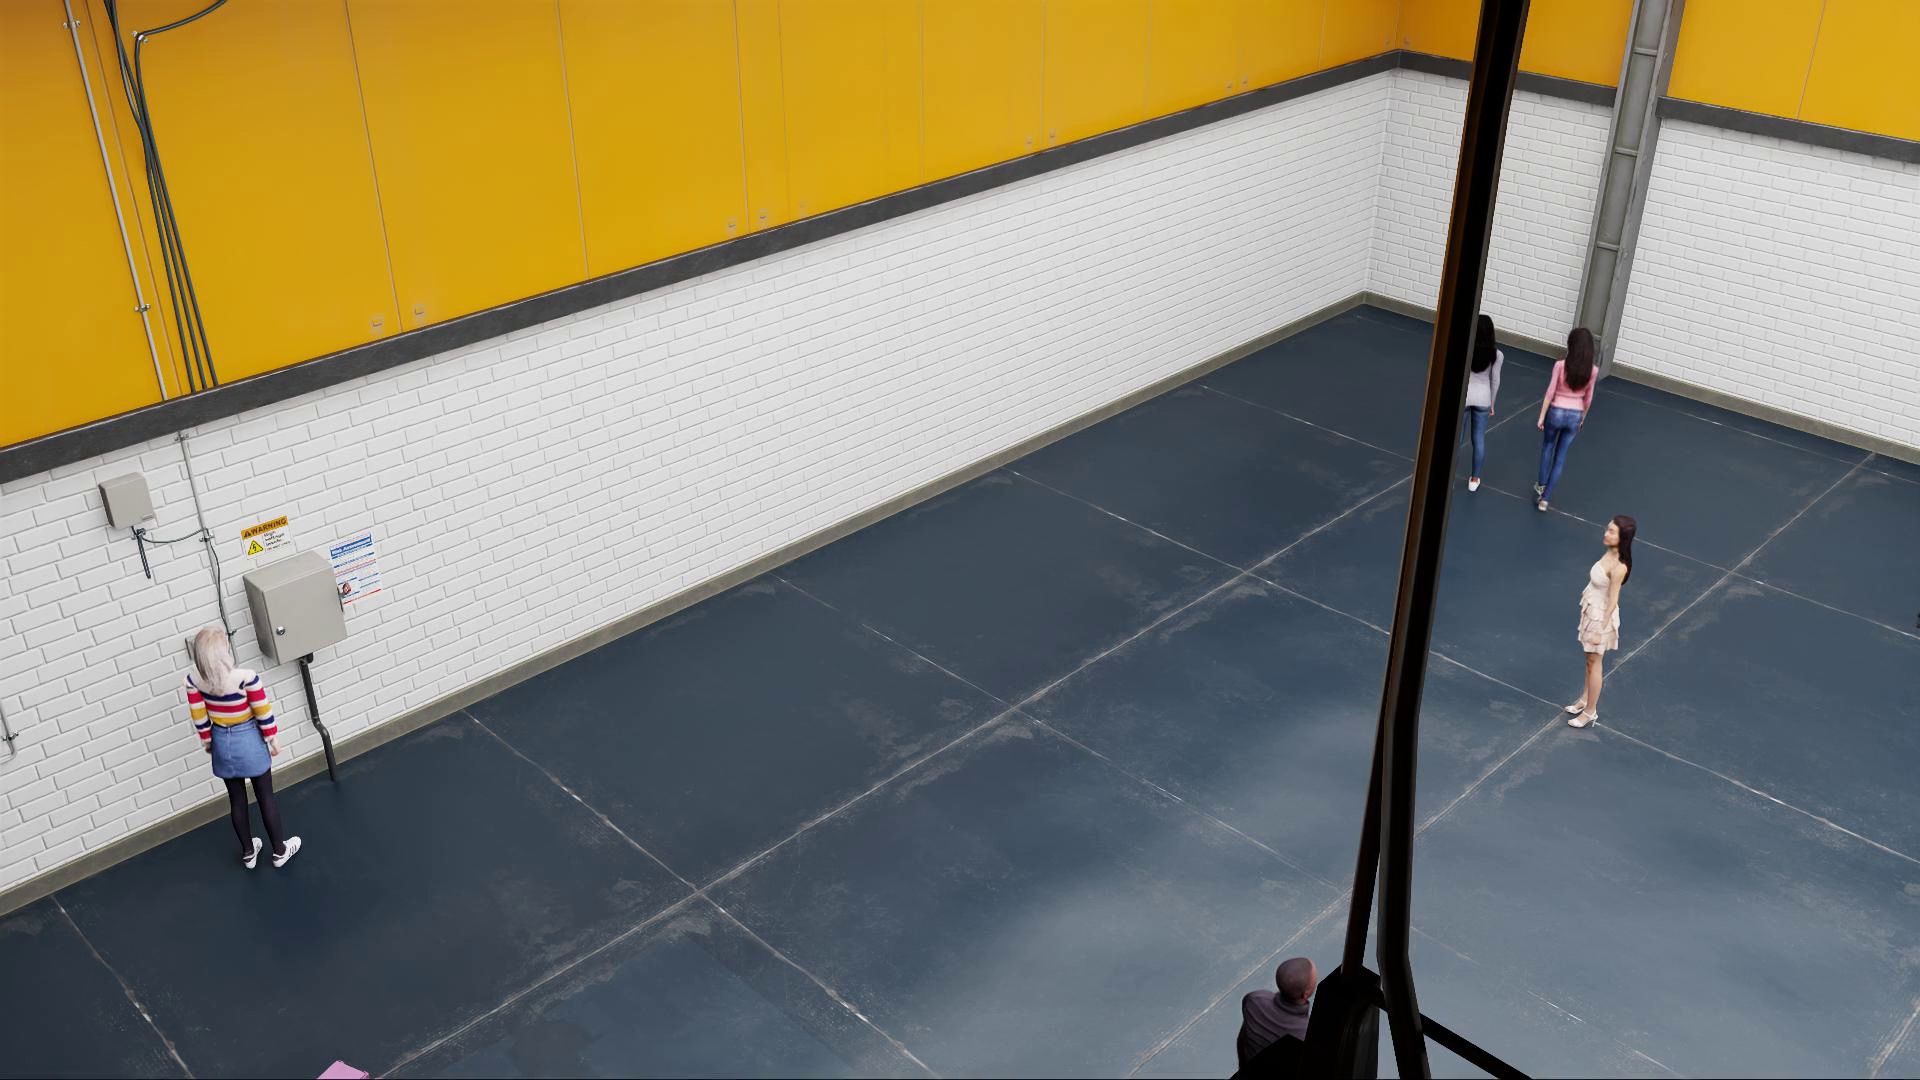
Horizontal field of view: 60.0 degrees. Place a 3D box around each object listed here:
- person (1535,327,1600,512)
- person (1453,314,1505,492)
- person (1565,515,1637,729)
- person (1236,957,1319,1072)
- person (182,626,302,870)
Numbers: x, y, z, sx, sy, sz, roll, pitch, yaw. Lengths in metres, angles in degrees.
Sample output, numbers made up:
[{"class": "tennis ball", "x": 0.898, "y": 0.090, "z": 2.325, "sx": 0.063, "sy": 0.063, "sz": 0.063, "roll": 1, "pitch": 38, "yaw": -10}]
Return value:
[{"class": "person", "x": 5.532, "y": -1.067, "z": 15.213, "sx": 0.826, "sy": 1.719, "sz": 0.849, "roll": 6, "pitch": 29, "yaw": 11}, {"class": "person", "x": 4.794, "y": -1.283, "z": 15.591, "sx": 0.652, "sy": 1.735, "sz": 0.745, "roll": 4, "pitch": 29, "yaw": 8}, {"class": "person", "x": 4.680, "y": 0.599, "z": 12.142, "sx": 0.684, "sy": 1.736, "sz": 0.665, "roll": 6, "pitch": 29, "yaw": 12}, {"class": "person", "x": 1.559, "y": 2.745, "z": 8.102, "sx": 0.762, "sy": 1.836, "sz": 0.495, "roll": -24, "pitch": 37, "yaw": -36}, {"class": "person", "x": -4.654, "y": 1.331, "z": 10.723, "sx": 0.699, "sy": 1.809, "sz": 0.757, "roll": 0, "pitch": 29, "yaw": 0}]
